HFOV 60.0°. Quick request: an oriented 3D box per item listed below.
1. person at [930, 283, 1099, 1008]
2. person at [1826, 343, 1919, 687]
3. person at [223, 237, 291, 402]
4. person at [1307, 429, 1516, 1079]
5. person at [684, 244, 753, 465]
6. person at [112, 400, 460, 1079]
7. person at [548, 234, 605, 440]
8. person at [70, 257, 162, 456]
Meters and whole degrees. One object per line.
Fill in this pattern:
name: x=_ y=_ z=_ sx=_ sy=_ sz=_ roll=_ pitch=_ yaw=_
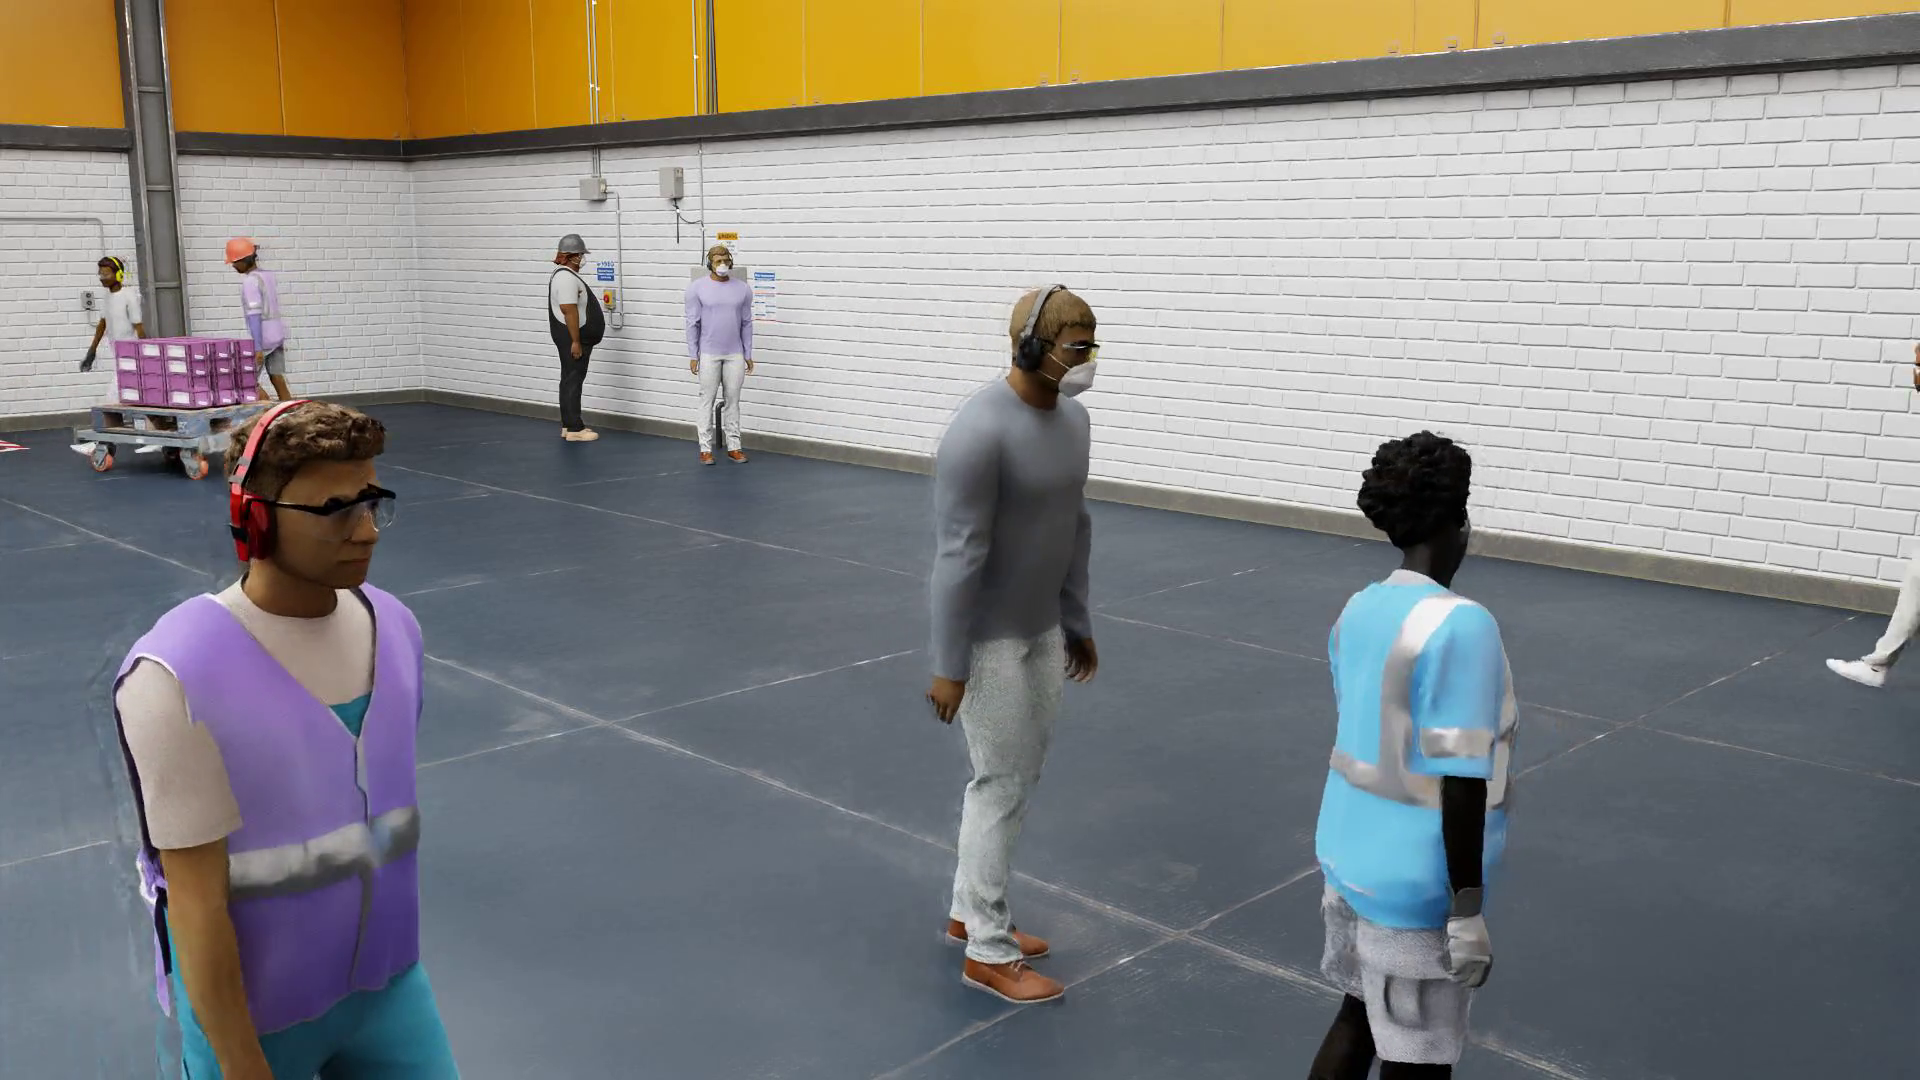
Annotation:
person: x=0.136 y=0.272 z=4.502 sx=0.547 sy=1.920 sz=0.648 roll=6 pitch=12 yaw=31
person: x=4.396 y=-0.091 z=7.301 sx=0.873 sy=1.584 sz=0.542 roll=6 pitch=12 yaw=29
person: x=-6.769 y=-1.918 z=16.123 sx=0.520 sy=1.994 sz=0.739 roll=0 pitch=10 yaw=-1
person: x=0.821 y=0.640 z=3.079 sx=0.325 sy=1.671 sz=0.614 roll=-1 pitch=10 yaw=-4
person: x=-2.119 y=-1.639 z=14.760 sx=0.631 sy=1.940 sz=0.372 roll=-6 pitch=12 yaw=-28
person: x=-1.029 y=0.674 z=2.529 sx=0.951 sy=1.804 sz=0.554 roll=5 pitch=11 yaw=24
person: x=-3.797 y=-2.015 z=16.530 sx=0.538 sy=2.000 sz=0.689 roll=-4 pitch=11 yaw=-18
person: x=-7.764 y=-1.663 z=15.233 sx=0.536 sy=1.816 sz=0.965 roll=10 pitch=14 yaw=43
